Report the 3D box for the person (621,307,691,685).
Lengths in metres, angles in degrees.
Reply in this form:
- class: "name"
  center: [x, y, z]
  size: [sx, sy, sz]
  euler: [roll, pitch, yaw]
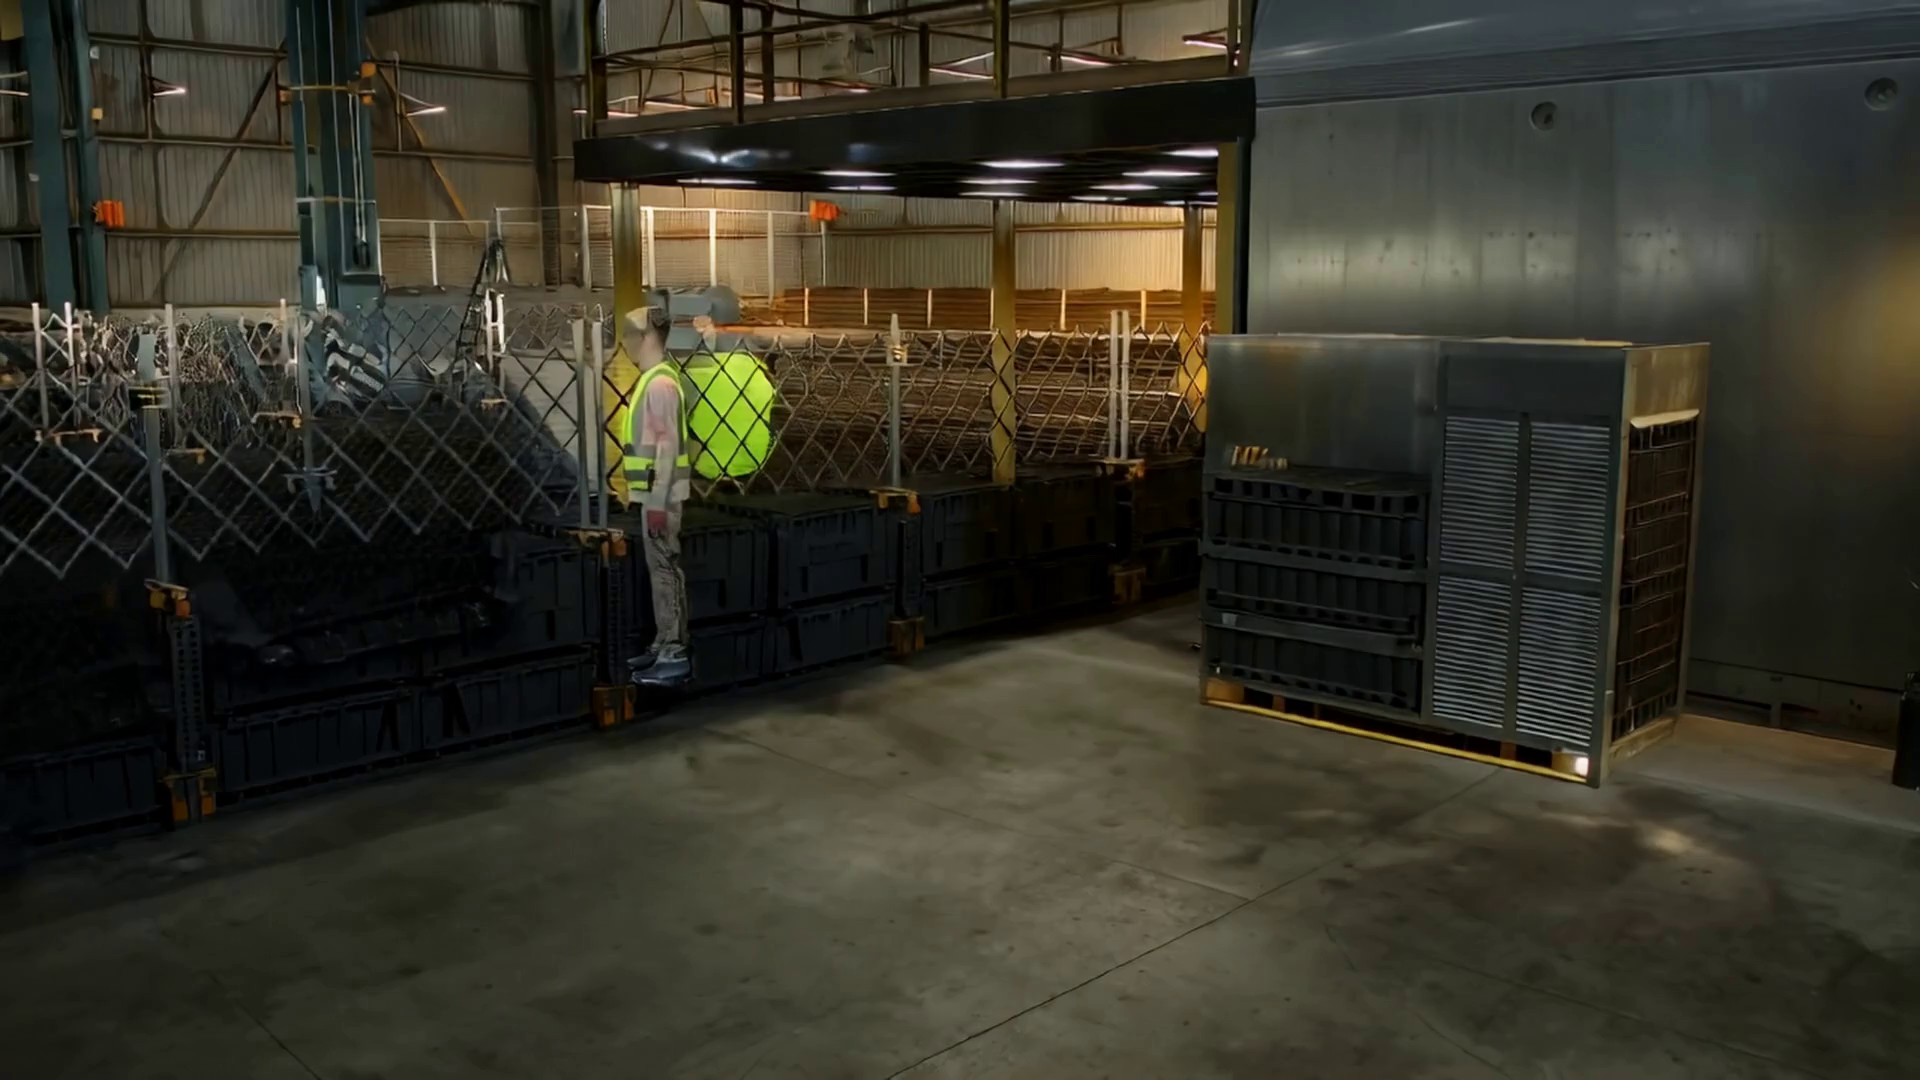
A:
- class: "person"
  center: [-1.524, -0.219, 8.334]
  size: [0.341, 1.882, 0.587]
  euler: [-2, 10, -13]
